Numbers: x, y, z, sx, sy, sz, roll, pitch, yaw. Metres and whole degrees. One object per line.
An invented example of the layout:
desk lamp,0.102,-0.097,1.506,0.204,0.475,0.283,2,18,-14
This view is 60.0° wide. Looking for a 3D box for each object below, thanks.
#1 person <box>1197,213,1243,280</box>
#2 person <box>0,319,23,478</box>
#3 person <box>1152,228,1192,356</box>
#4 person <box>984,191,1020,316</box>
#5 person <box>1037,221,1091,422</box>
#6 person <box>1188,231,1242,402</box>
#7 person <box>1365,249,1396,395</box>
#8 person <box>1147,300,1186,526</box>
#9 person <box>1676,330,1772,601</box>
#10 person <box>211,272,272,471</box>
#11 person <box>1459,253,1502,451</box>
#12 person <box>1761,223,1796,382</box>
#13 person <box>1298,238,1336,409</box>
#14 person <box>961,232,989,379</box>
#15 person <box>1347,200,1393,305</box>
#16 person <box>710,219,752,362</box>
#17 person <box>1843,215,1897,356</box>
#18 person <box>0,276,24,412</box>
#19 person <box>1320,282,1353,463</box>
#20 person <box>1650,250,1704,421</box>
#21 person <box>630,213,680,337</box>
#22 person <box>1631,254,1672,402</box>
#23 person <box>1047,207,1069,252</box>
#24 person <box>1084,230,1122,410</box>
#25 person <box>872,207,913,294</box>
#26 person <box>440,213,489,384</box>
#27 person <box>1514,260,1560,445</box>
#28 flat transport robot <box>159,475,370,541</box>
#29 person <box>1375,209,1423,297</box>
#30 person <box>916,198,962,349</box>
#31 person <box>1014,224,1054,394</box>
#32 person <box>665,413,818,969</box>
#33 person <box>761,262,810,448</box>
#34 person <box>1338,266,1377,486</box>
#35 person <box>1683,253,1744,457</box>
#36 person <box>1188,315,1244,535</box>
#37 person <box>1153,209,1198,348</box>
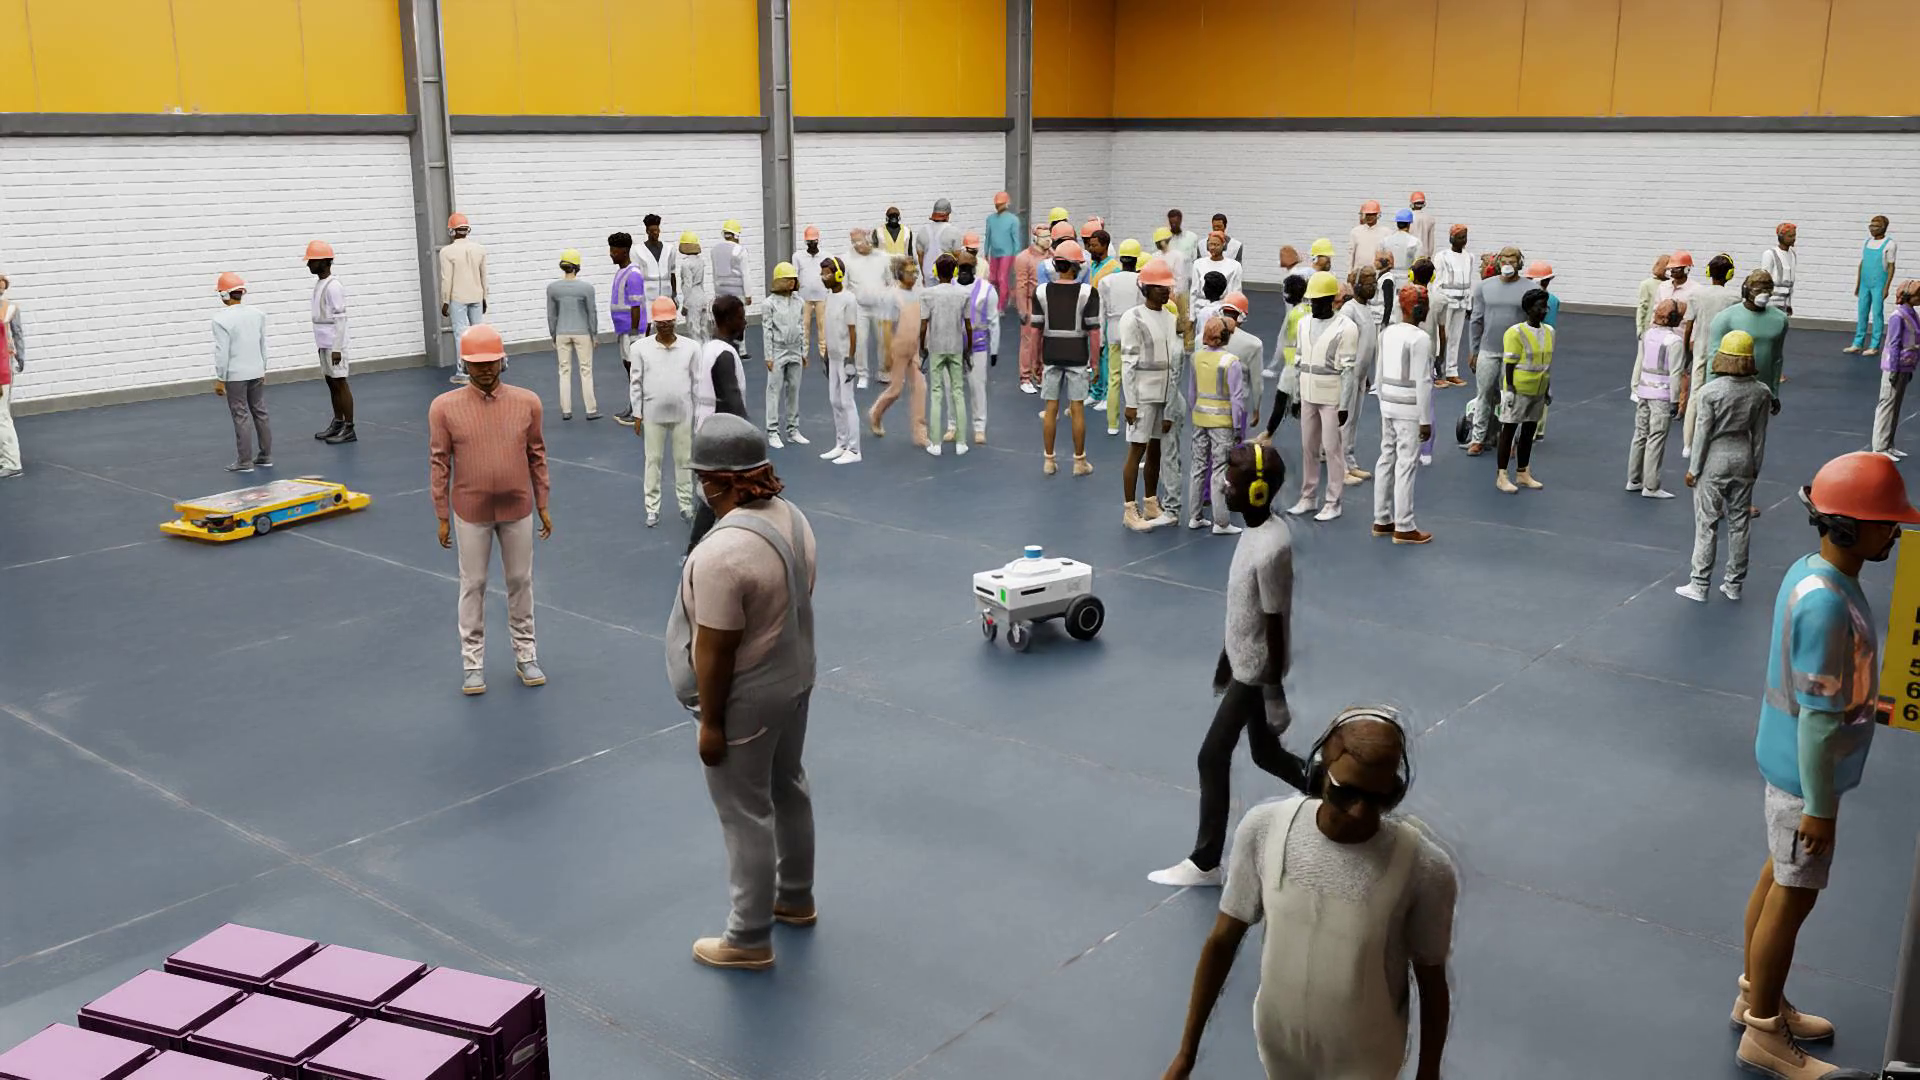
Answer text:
person,3.260,-3.164,21.066,0.596,1.918,0.384,5,15,20
person,-8.433,-1.409,14.414,0.574,1.740,0.349,14,19,43
person,2.738,-3.244,21.849,0.552,1.692,0.813,12,18,39
person,0.689,-4.597,26.661,0.629,1.981,0.649,10,17,34
person,1.038,-2.241,17.125,0.615,2.042,0.374,-7,16,-25
person,2.782,-2.434,18.223,0.573,1.883,0.355,6,15,23
person,4.777,-2.462,18.826,0.310,1.638,0.523,1,14,5
person,1.558,-0.979,12.722,0.323,1.730,0.490,0,14,-2
person,4.893,-0.471,10.659,0.493,1.743,0.295,-2,14,-7
person,-6.352,-1.483,14.679,0.325,1.752,0.559,5,15,21
person,4.967,-1.756,15.586,0.387,1.846,0.566,9,16,31
person,9.657,-2.798,19.675,0.572,1.883,0.355,-9,17,-33
person,3.815,-2.297,17.775,0.595,1.831,0.403,-13,19,-41
person,0.131,-2.816,20.009,0.574,1.749,0.337,-9,17,-33
person,5.647,-3.689,23.010,0.612,1.995,0.382,7,15,24
person,-2.934,-3.214,21.465,0.596,1.825,0.403,9,17,32
person,12.076,-3.359,21.993,0.345,1.845,0.505,-5,15,-20
person,-9.301,-1.741,15.991,0.559,1.615,0.394,-13,19,-41
person,3.387,-1.469,14.848,0.310,1.643,0.523,-2,14,-8
person,7.374,-2.111,17.188,0.332,1.750,0.573,-9,17,-32
person,-3.706,-2.978,20.224,0.614,1.963,0.362,-8,16,-31
person,7.679,-2.324,18.310,0.504,1.628,0.278,-2,14,-7
person,1.356,-3.522,22.481,0.374,1.925,0.585,4,15,14
person,1.525,-2.358,17.845,0.376,1.917,0.600,-8,16,-28
person,-0.979,-3.928,24.273,0.619,1.845,0.430,-3,14,-13
person,-5.852,-2.848,19.648,0.381,1.994,0.622,11,18,38
person,5.474,-1.783,15.879,0.326,1.752,0.560,11,18,38
flat transport robot,-5.333,-0.261,12.807,0.652,0.197,1.431,7,16,26
person,5.713,-3.317,21.621,0.615,1.943,0.409,9,17,31
person,-0.221,-3.615,22.618,0.672,2.000,0.536,7,16,27
person,0.921,-2.637,18.981,0.636,1.911,0.405,-12,18,-39
person,-0.804,0.529,6.061,0.536,2.000,0.683,5,15,19
person,-1.649,-1.755,15.788,0.485,1.746,0.289,-13,19,-42
person,3.362,-1.396,14.146,0.344,1.847,0.506,9,16,31
person,6.859,-1.667,15.185,0.520,1.871,0.328,11,18,38
person,1.900,-0.853,12.395,0.309,1.641,0.514,-11,18,-37
person,2.929,-3.530,22.564,0.676,1.907,0.410,1,14,5
